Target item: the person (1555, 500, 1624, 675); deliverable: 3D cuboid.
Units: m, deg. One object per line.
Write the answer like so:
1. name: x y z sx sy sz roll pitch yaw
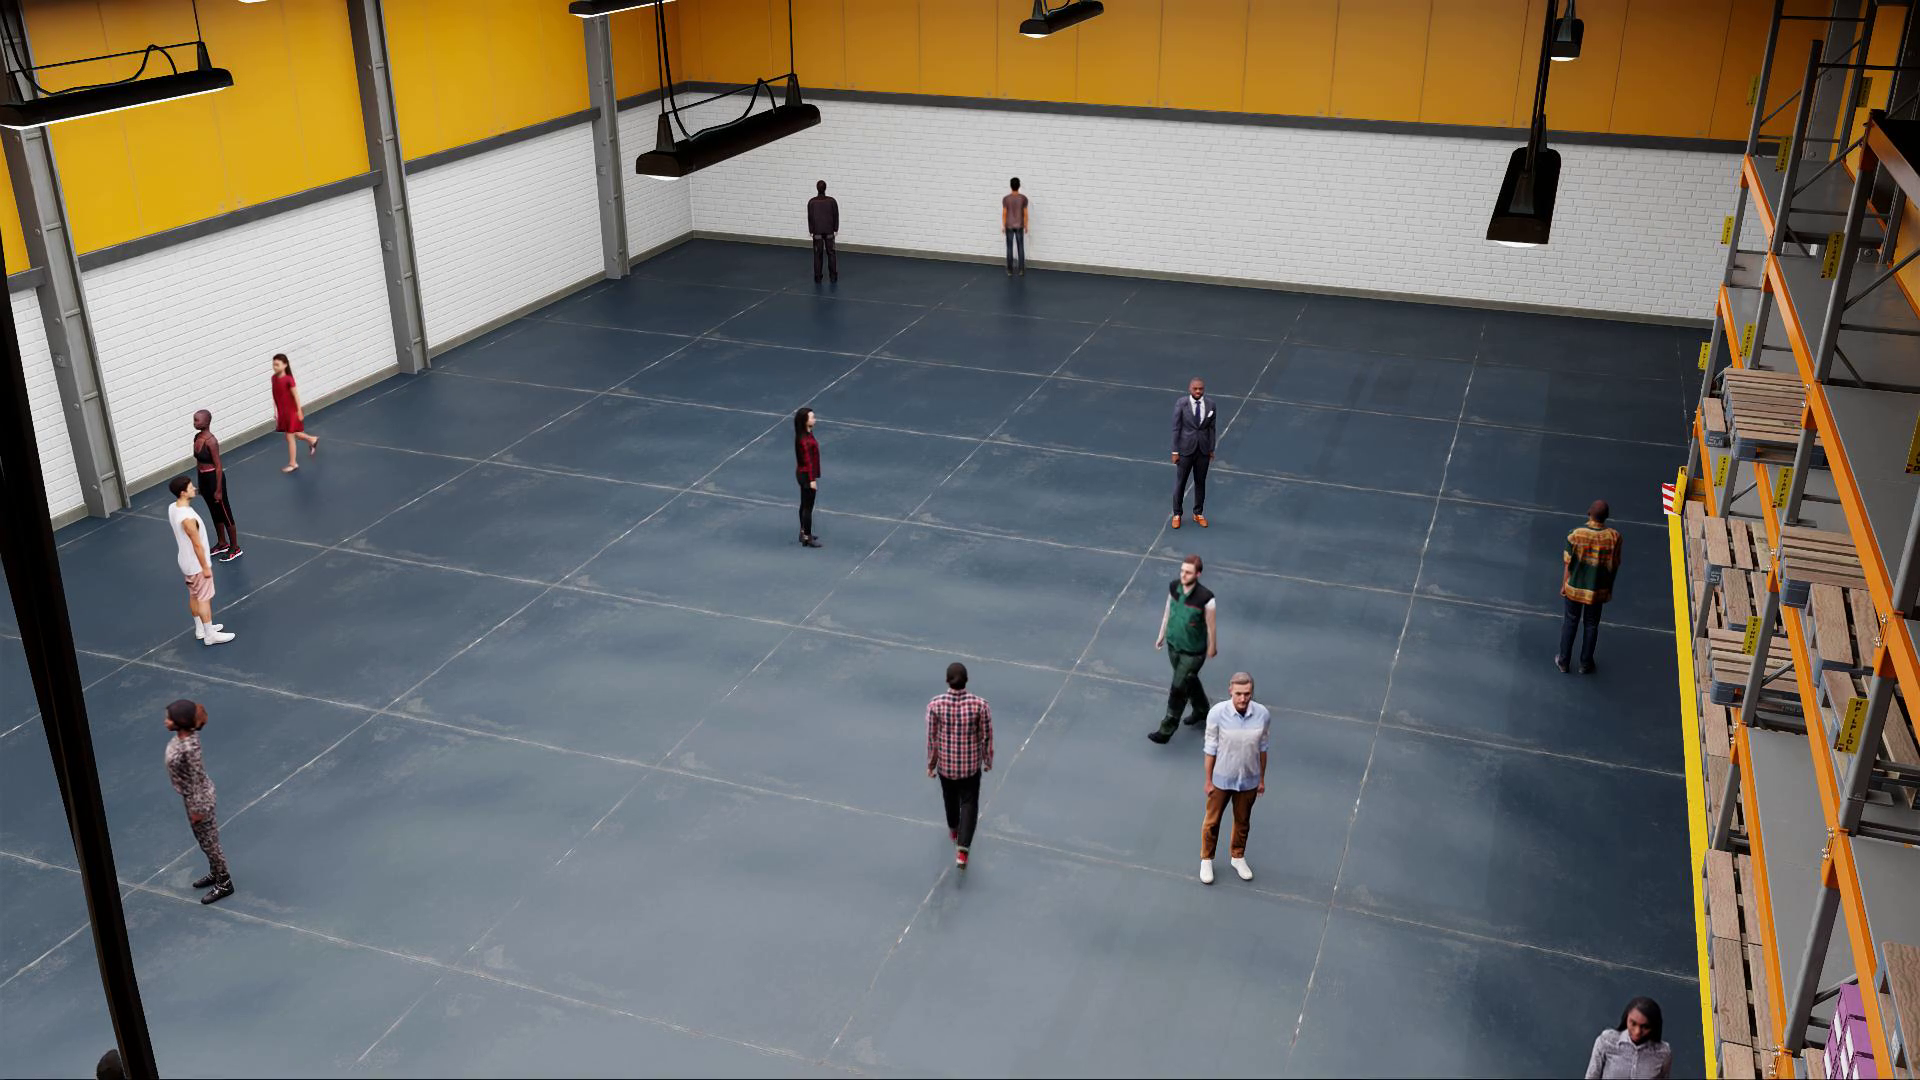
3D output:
1. person: 6.122 0.453 16.240 0.717 1.808 0.677 6 24 13

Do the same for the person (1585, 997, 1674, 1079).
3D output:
1. person: 3.844 3.370 9.672 0.598 1.724 0.499 9 25 20

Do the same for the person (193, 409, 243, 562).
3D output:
1. person: -8.434 -0.643 18.810 0.629 1.758 0.604 15 28 31

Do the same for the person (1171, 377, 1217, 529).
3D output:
1. person: 2.755 -1.054 19.667 0.791 1.824 0.776 -3 24 -7

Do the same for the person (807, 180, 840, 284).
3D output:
1. person: -2.459 -5.557 29.951 0.793 1.838 0.756 -3 24 -7

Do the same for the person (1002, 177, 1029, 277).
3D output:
1. person: 1.004 -5.739 30.444 0.705 1.778 0.682 -1 24 -3

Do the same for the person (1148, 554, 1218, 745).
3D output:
1. person: 2.114 0.949 15.128 1.208 1.789 1.015 -18 29 -35

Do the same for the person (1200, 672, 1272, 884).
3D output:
1. person: 2.148 1.840 13.056 0.738 1.818 0.712 -3 24 -7

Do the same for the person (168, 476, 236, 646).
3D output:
1. person: -7.760 0.202 16.838 0.730 1.789 0.727 -20 31 -38

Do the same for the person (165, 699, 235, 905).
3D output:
1. person: -5.880 1.995 12.832 0.730 1.713 0.684 -15 28 -30

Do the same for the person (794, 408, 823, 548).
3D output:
1. person: -1.773 -0.728 19.129 0.723 1.658 0.619 -5 24 -11

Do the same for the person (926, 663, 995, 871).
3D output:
1. person: 0.000 1.792 13.250 0.858 1.749 1.164 3 24 6

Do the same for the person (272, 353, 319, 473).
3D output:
1. person: -8.628 -1.689 21.483 0.588 1.534 0.964 11 26 23
